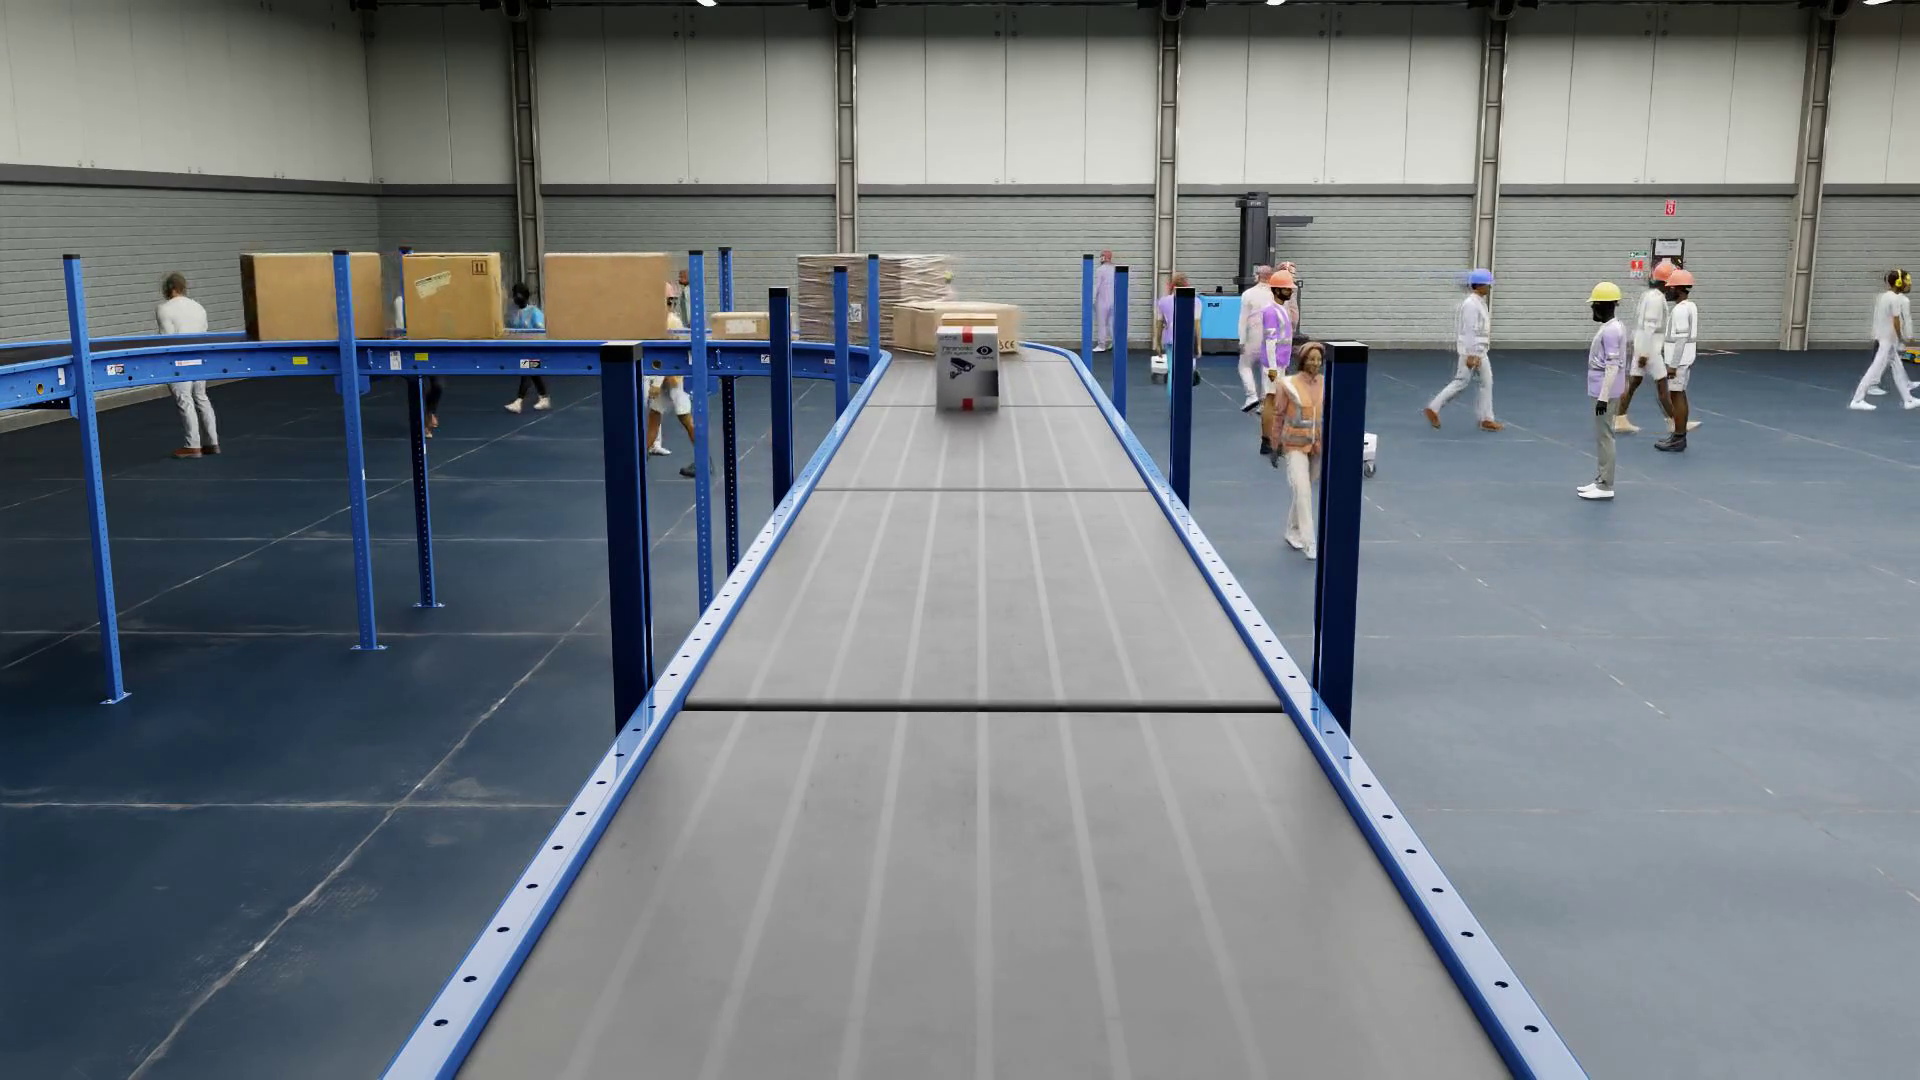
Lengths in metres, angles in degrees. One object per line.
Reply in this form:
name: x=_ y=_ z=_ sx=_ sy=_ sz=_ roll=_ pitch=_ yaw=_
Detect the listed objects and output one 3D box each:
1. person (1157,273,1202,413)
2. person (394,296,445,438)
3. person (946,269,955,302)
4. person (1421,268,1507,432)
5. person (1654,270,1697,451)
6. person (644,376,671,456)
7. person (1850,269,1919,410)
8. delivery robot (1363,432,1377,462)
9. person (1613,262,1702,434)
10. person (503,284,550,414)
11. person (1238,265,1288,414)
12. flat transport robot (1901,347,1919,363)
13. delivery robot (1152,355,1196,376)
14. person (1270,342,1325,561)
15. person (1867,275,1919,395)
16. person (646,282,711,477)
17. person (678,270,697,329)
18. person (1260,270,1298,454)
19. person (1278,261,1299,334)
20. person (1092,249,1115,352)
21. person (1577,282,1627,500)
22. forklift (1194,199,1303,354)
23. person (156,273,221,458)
person: x=2.785 y=-2.490 z=21.158 sx=0.580 sy=1.796 sz=0.969 roll=2 pitch=11 yaw=9
person: x=-6.171 y=-2.172 z=19.064 sx=0.631 sy=1.980 sz=0.593 roll=-6 pitch=13 yaw=-30
person: x=-0.236 y=-3.289 z=25.446 sx=0.902 sy=1.713 sz=0.544 roll=-2 pitch=11 yaw=-9
person: x=5.964 y=-2.241 z=19.594 sx=0.918 sy=1.918 sz=0.626 roll=7 pitch=13 yaw=31
person: x=7.738 y=-1.944 z=17.983 sx=0.375 sy=1.935 sz=0.550 roll=7 pitch=13 yaw=32
person: x=-3.357 y=-1.701 z=17.582 sx=0.512 sy=1.615 sz=0.553 roll=6 pitch=13 yaw=29
person: x=12.144 y=-2.592 z=21.611 sx=0.963 sy=1.816 sz=0.551 roll=3 pitch=11 yaw=15
delivery robot: x=3.685 y=-0.918 z=16.139 sx=0.707 sy=0.478 sz=0.477 roll=-5 pitch=12 yaw=-25
person: x=8.033 y=-2.176 z=19.036 sx=0.985 sy=1.979 sz=0.647 roll=3 pitch=11 yaw=15
person: x=-5.618 y=-2.473 z=21.445 sx=0.547 sy=1.640 sz=0.884 roll=7 pitch=13 yaw=33
person: x=3.819 y=-2.536 z=21.156 sx=0.665 sy=1.888 sz=0.429 roll=-3 pitch=11 yaw=-15
flat transport robot: x=16.776 y=-3.238 z=29.036 sx=0.652 sy=0.197 sz=1.431 roll=0 pitch=11 yaw=1
delivery robot: x=3.206 y=-2.637 z=24.973 sx=0.477 sy=0.478 sz=0.707 roll=-8 pitch=13 yaw=-34
person: x=2.586 y=-0.673 z=12.326 sx=0.534 sy=1.589 sz=0.858 roll=-2 pitch=11 yaw=-12
person: x=13.306 y=-2.911 z=23.541 sx=0.876 sy=1.695 sz=0.510 roll=-1 pitch=11 yaw=-4
person: x=-2.879 y=-1.543 z=16.032 sx=0.974 sy=1.883 sz=0.572 roll=-3 pitch=11 yaw=-17
person: x=-4.651 y=-3.722 z=27.940 sx=0.648 sy=1.606 sz=0.516 roll=1 pitch=11 yaw=6
person: x=3.392 y=-1.893 z=17.719 sx=0.362 sy=1.938 sz=0.545 roll=5 pitch=12 yaw=22
person: x=4.371 y=-2.802 z=22.483 sx=0.410 sy=1.905 sz=0.640 roll=0 pitch=11 yaw=-1
person: x=2.686 y=-4.435 z=30.888 sx=0.428 sy=1.897 sz=0.671 roll=11 pitch=15 yaw=43
person: x=5.735 y=-1.332 z=14.867 sx=0.381 sy=1.924 sz=0.593 roll=4 pitch=12 yaw=20
forklift: x=5.313 y=-4.851 z=30.603 sx=1.873 sy=2.768 sz=1.129 roll=0 pitch=11 yaw=1
person: x=-8.116 y=-1.829 z=17.470 sx=0.426 sy=1.920 sz=0.661 roll=3 pitch=11 yaw=16
